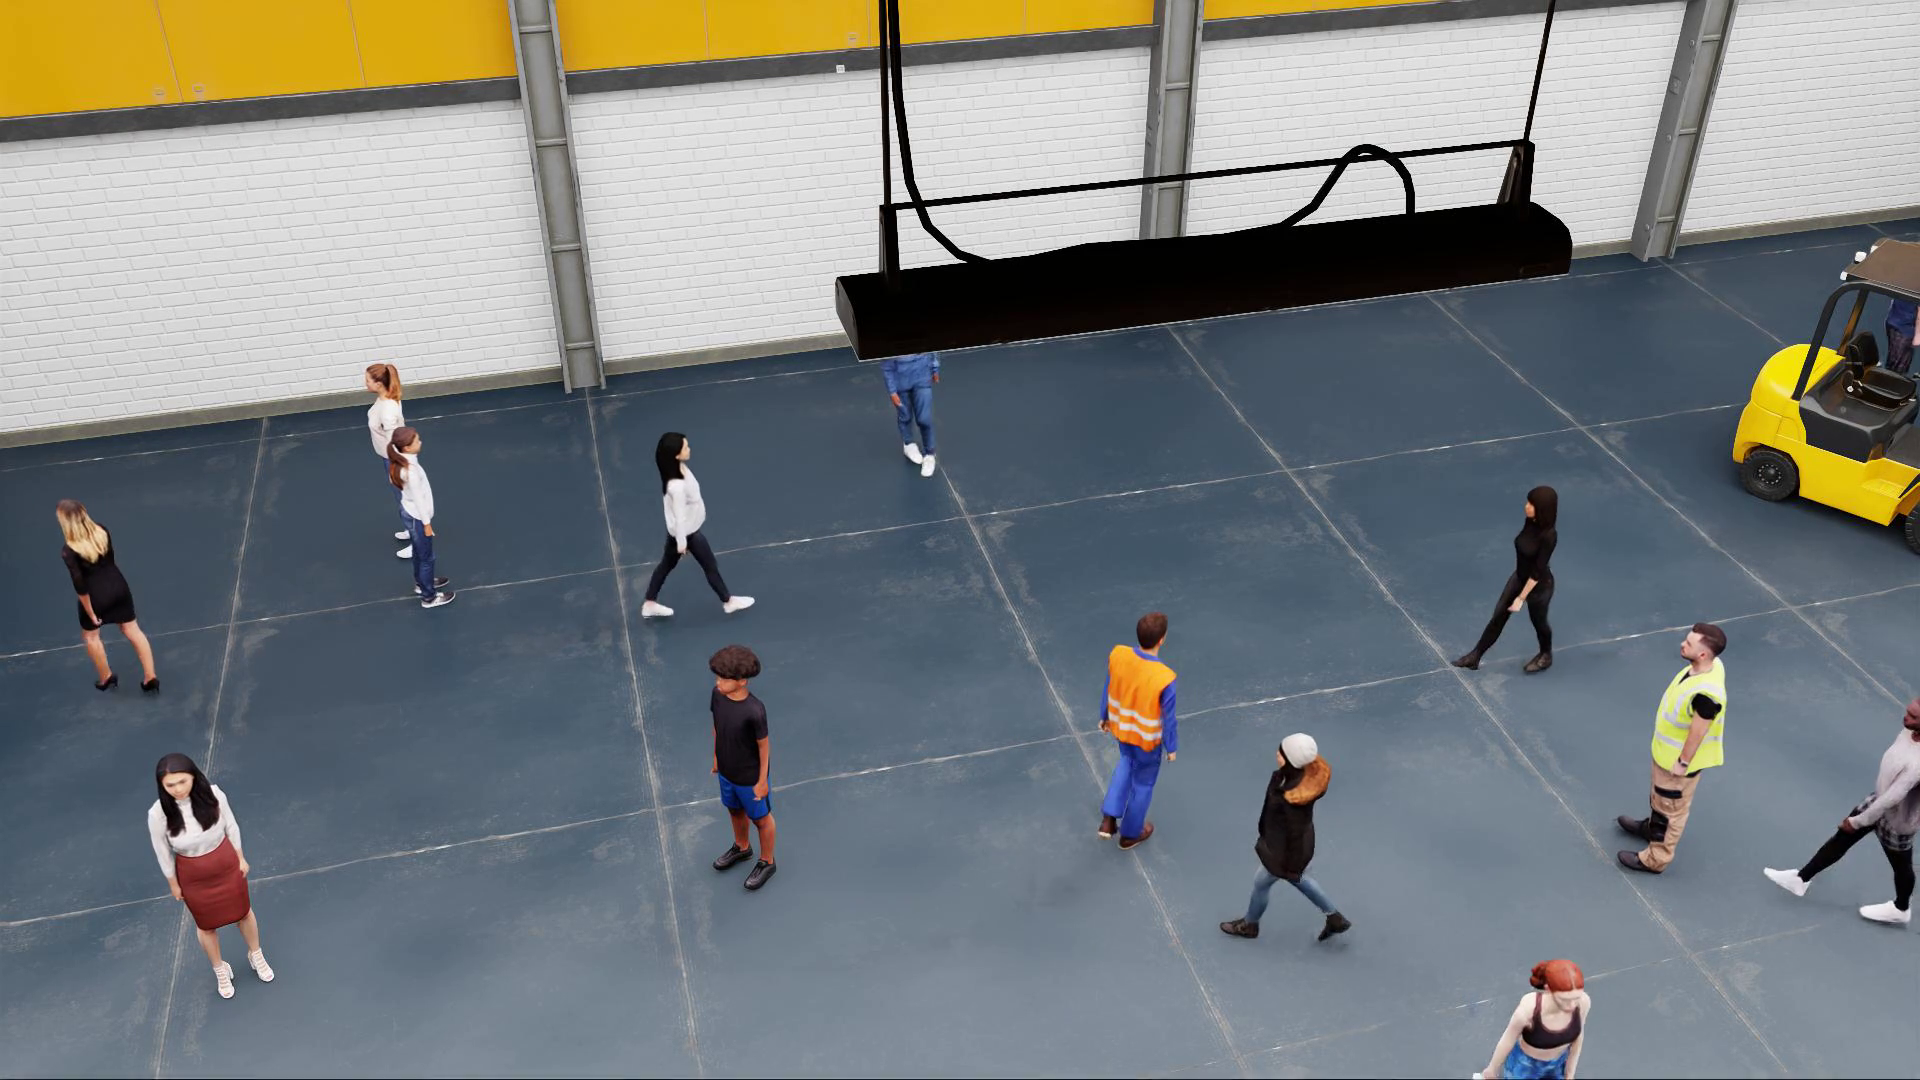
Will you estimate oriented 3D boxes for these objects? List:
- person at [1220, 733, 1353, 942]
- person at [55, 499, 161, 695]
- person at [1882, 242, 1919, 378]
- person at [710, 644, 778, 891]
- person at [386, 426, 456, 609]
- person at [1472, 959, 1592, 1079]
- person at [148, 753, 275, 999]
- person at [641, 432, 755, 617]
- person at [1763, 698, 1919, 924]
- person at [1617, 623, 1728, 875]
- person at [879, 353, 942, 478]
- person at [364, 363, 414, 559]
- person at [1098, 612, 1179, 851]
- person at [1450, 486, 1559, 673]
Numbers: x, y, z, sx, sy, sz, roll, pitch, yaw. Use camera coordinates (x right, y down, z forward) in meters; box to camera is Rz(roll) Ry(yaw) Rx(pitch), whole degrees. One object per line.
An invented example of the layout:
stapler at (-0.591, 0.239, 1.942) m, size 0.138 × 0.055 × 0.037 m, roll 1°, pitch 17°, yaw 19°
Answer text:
person at (2.031, 1.819, 9.893) m, size 1.125 × 1.608 × 0.943 m, roll 9°, pitch 35°, yaw 13°
person at (-6.050, 0.446, 11.913) m, size 0.854 × 1.658 × 0.785 m, roll 16°, pitch 37°, yaw 22°
person at (8.606, -1.940, 15.334) m, size 1.099 × 1.846 × 0.881 m, roll 3°, pitch 34°, yaw 4°
person at (-1.348, 1.394, 10.360) m, size 0.715 × 1.798 × 0.751 m, roll 24°, pitch 41°, yaw 32°
person at (-4.248, -0.198, 12.976) m, size 0.583 × 1.554 × 0.567 m, roll -19°, pitch 38°, yaw -26°
person at (2.879, 2.660, 8.491) m, size 0.847 × 1.760 × 0.616 m, roll -10°, pitch 35°, yaw -14°
person at (-4.329, 1.930, 9.597) m, size 0.555 × 1.751 × 0.714 m, roll -20°, pitch 38°, yaw -27°
person at (-2.200, -0.071, 12.694) m, size 1.101 × 1.655 × 0.646 m, roll -10°, pitch 35°, yaw -15°
person at (5.723, 1.675, 9.995) m, size 1.193 × 1.735 × 0.954 m, roll 8°, pitch 34°, yaw 12°
person at (4.533, 1.293, 10.472) m, size 0.880 × 1.843 × 0.837 m, roll 11°, pitch 35°, yaw 17°
person at (-0.428, -1.448, 14.655) m, size 0.763 × 1.777 × 0.831 m, roll -13°, pitch 36°, yaw -18°
person at (-4.579, -0.665, 13.529) m, size 0.531 × 1.720 × 0.609 m, roll -10°, pitch 35°, yaw -14°
person at (1.071, 1.267, 10.505) m, size 0.881 × 1.851 × 0.931 m, roll 27°, pitch 42°, yaw 35°
person at (4.244, 0.331, 12.137) m, size 1.032 × 1.602 × 0.564 m, roll -9°, pitch 35°, yaw -14°
